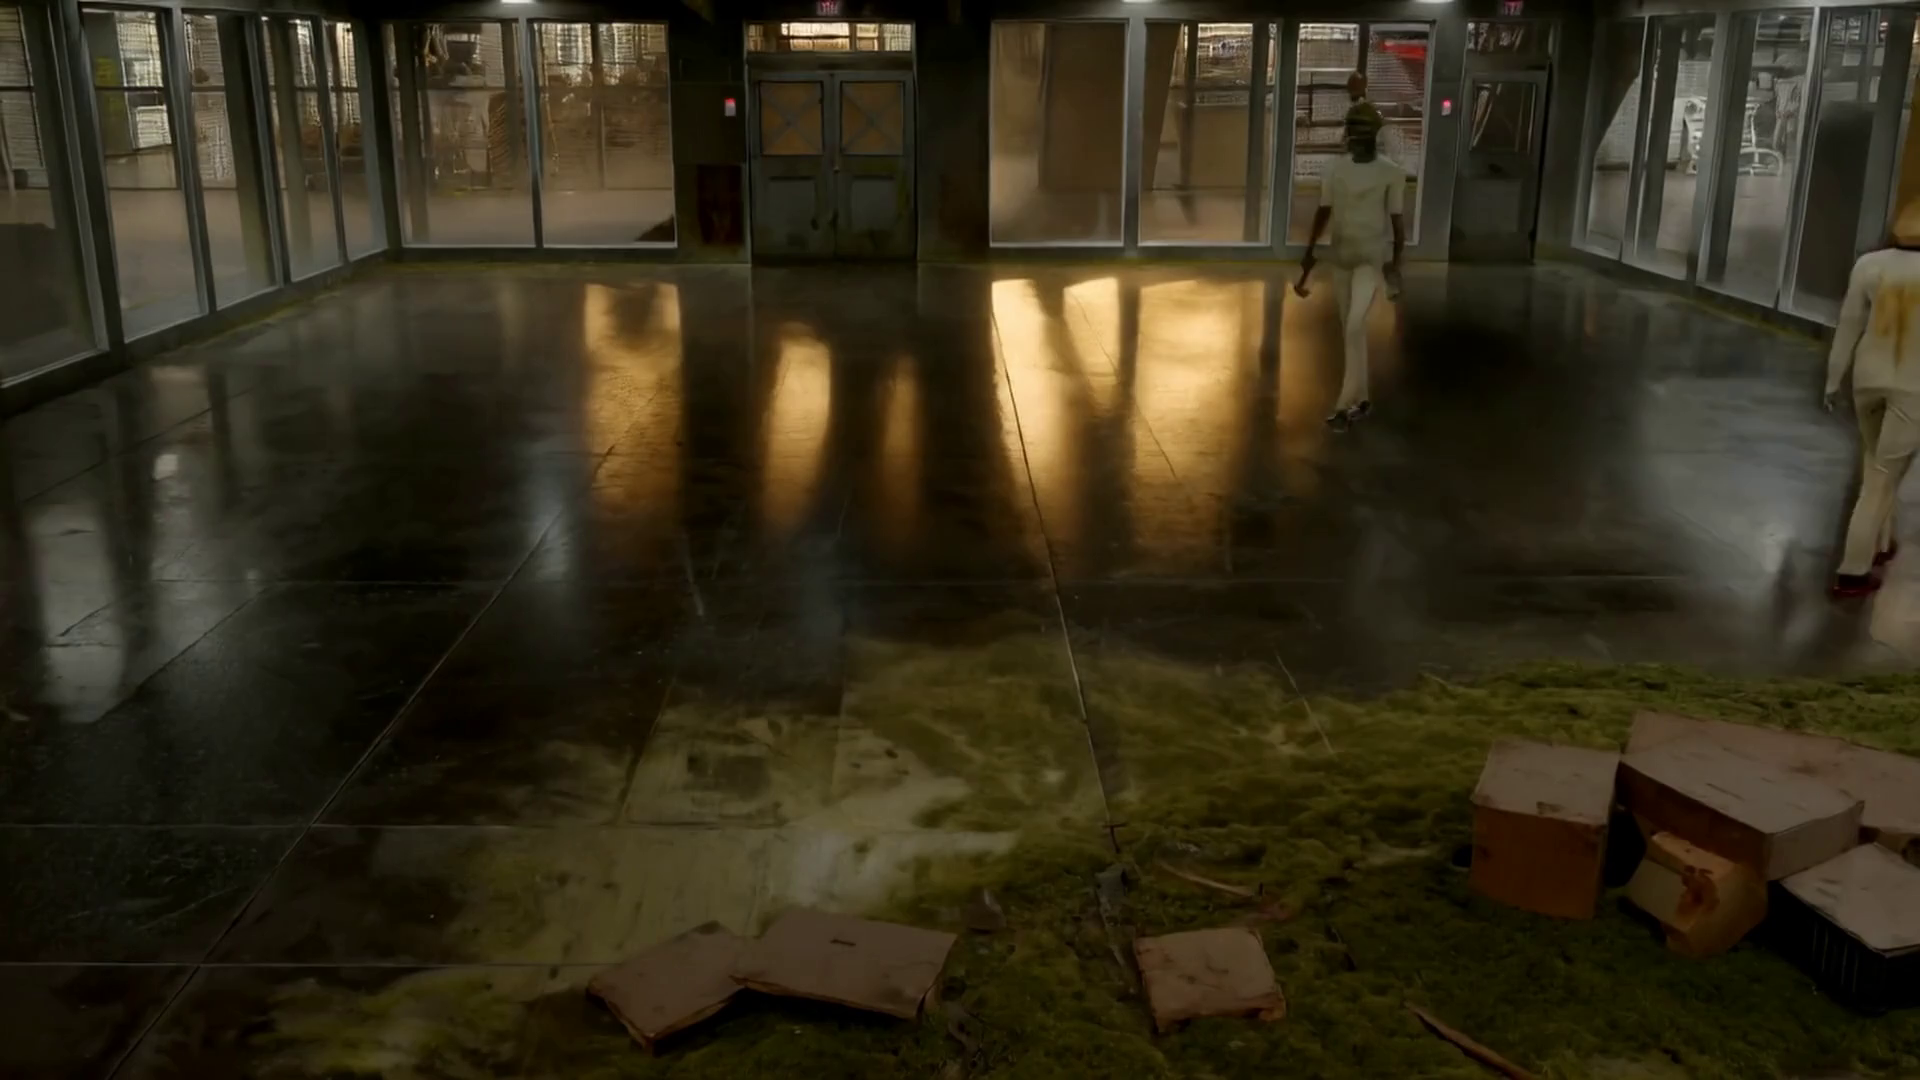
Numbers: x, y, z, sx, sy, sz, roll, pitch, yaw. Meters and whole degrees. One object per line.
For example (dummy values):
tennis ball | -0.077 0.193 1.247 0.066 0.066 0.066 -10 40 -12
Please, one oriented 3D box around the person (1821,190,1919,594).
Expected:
person | 3.797 -0.596 6.636 0.700 1.606 0.533 -10 19 -30

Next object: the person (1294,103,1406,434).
person | 2.189 -1.536 9.475 0.531 1.832 0.890 14 22 40
